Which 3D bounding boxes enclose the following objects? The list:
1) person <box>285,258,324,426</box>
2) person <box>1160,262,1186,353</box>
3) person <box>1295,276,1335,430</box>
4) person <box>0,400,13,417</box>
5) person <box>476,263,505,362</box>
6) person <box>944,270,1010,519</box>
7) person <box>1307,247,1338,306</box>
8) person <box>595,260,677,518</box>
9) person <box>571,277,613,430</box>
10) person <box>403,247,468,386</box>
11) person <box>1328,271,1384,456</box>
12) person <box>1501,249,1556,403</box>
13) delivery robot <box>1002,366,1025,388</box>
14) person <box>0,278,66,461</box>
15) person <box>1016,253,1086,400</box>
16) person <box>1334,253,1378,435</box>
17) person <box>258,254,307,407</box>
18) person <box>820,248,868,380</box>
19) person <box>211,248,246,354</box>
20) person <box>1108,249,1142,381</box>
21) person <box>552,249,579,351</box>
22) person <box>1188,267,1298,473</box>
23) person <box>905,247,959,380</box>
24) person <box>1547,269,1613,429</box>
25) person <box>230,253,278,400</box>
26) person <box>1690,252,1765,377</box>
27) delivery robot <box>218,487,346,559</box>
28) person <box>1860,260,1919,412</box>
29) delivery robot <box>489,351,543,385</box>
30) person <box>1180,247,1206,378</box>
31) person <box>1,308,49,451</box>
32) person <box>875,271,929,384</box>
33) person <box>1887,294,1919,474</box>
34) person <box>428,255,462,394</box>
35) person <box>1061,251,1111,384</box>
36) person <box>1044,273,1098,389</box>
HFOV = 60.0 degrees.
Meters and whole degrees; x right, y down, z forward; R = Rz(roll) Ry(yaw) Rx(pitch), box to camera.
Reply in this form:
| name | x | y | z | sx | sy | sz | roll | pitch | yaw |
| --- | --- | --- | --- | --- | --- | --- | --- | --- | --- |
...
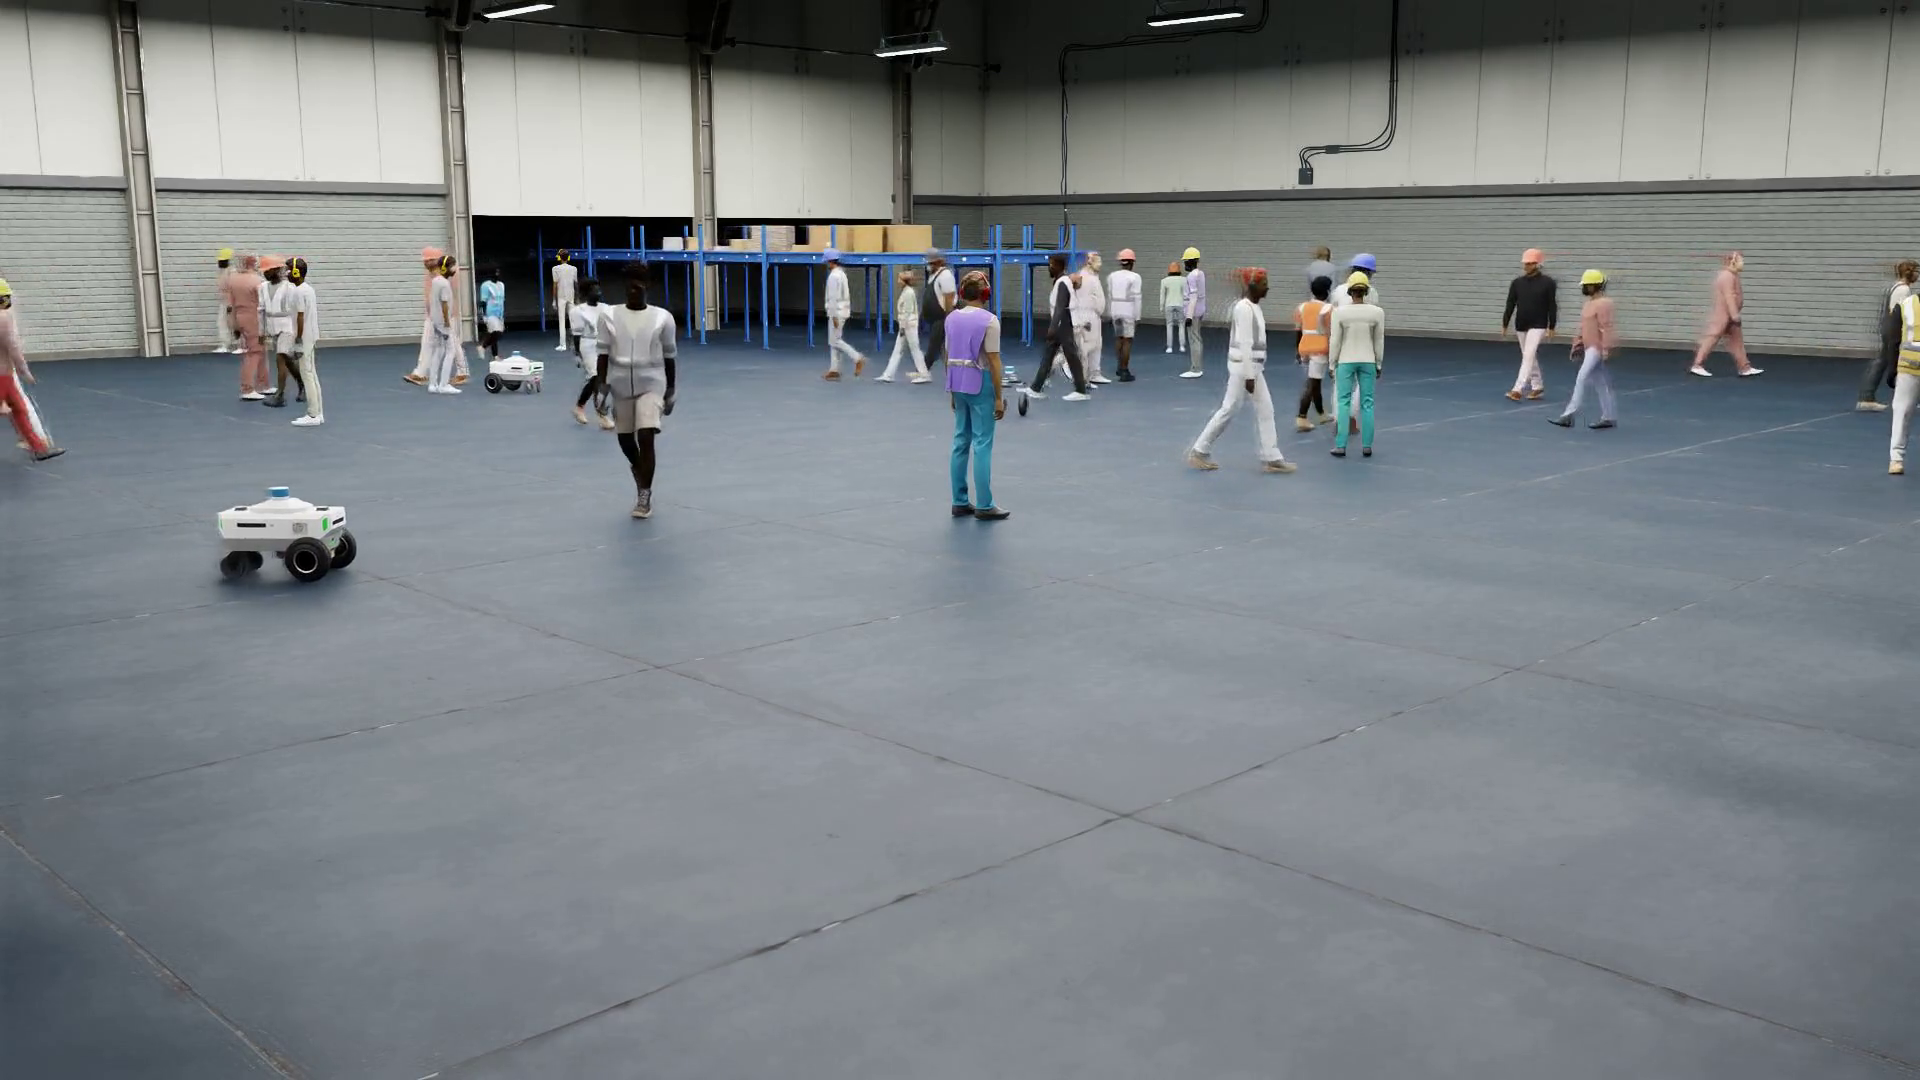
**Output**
| name | x | y | z | sx | sy | sz | roll | pitch | yaw |
| --- | --- | --- | --- | --- | --- | --- | --- | --- | --- |
| person | -7.367 | -2.223 | 18.654 | 0.330 | 1.862 | 0.503 | -2 | 11 | -9 |
| person | 3.868 | -4.191 | 30.008 | 0.518 | 1.626 | 0.300 | 1 | 10 | 6 |
| person | 3.978 | -2.043 | 18.192 | 0.810 | 1.660 | 0.539 | -6 | 12 | -32 |
| person | -11.401 | -2.390 | 19.214 | 0.619 | 2.001 | 1.012 | -2 | 11 | -9 |
| person | -7.599 | -3.640 | 26.880 | 0.582 | 1.677 | 0.541 | 4 | 11 | 21 |
| person | 0.105 | -1.088 | 12.480 | 0.386 | 1.849 | 0.567 | -10 | 14 | -42 |
| person | 6.492 | -4.250 | 29.596 | 0.658 | 1.889 | 1.012 | 10 | 14 | 42 |
| person | -2.475 | -1.184 | 12.798 | 0.609 | 1.934 | 0.894 | 0 | 10 | 1 |
| person | -4.086 | -2.079 | 18.402 | 0.833 | 1.666 | 0.528 | 7 | 12 | 33 |
| person | -7.396 | -3.147 | 23.457 | 0.627 | 1.941 | 1.016 | 7 | 13 | 34 |
| person | 3.800 | -1.690 | 15.996 | 0.533 | 1.766 | 0.314 | 0 | 10 | -2 |
| person | 7.268 | -2.748 | 21.306 | 1.050 | 1.934 | 0.636 | -10 | 14 | -42 |
| delivery robot | 0.588 | -1.969 | 19.969 | 0.335 | 0.223 | 0.698 | 2 | 11 | 11 |
| person | -8.791 | -1.532 | 15.275 | 0.922 | 1.718 | 0.527 | -10 | 14 | -43 |
| person | 1.195 | -2.729 | 21.347 | 0.960 | 1.871 | 0.608 | -1 | 10 | -6 |
| person | 4.206 | -2.071 | 17.645 | 0.462 | 1.918 | 0.644 | -8 | 13 | -37 |
| person | -8.505 | -2.647 | 20.938 | 0.547 | 1.889 | 0.943 | 4 | 11 | 20 |
| person | -1.715 | -3.299 | 24.322 | 0.645 | 1.930 | 0.615 | 1 | 10 | 7 |
| person | -13.009 | -4.229 | 29.518 | 0.618 | 1.879 | 0.753 | 7 | 13 | 34 |
| person | 2.424 | -3.298 | 24.385 | 0.590 | 1.899 | 0.652 | 8 | 13 | 37 |
| person | -7.293 | -4.432 | 30.716 | 0.520 | 1.857 | 0.318 | -8 | 13 | -37 |
| person | 2.531 | -1.534 | 14.965 | 0.978 | 1.841 | 0.590 | 4 | 11 | 22 |
| person | -0.257 | -3.327 | 24.284 | 1.119 | 2.000 | 0.693 | -3 | 11 | -14 |
| person | 6.815 | -2.080 | 18.189 | 0.846 | 1.725 | 0.553 | 0 | 10 | 1 |
| person | -9.056 | -2.772 | 21.587 | 0.639 | 1.875 | 0.804 | 8 | 13 | 37 |
| person | 11.493 | -3.357 | 24.858 | 1.015 | 1.856 | 0.639 | 7 | 12 | 32 |
| delivery robot | -4.251 | -0.091 | 10.438 | 0.707 | 0.478 | 0.477 | 0 | 10 | 2 |
| person | 11.350 | -2.438 | 19.943 | 0.938 | 1.805 | 0.526 | 2 | 11 | 13 |
| delivery robot | -6.016 | -2.316 | 22.570 | 0.707 | 0.478 | 0.477 | 4 | 11 | 21 |
| person | 3.457 | -3.382 | 24.776 | 0.385 | 1.925 | 0.591 | 4 | 11 | 19 |
| person | -9.498 | -1.746 | 16.250 | 0.978 | 1.793 | 0.626 | -2 | 11 | -13 |
| person | -0.799 | -3.031 | 23.763 | 0.777 | 1.592 | 0.526 | -2 | 11 | -11 |
| person | 8.563 | -1.495 | 14.750 | 0.631 | 1.837 | 0.429 | 4 | 11 | 21 |
| person | -6.946 | -2.889 | 22.333 | 0.412 | 1.849 | 0.558 | -7 | 13 | -35 |
| person | 1.813 | -3.179 | 23.813 | 0.636 | 1.887 | 0.647 | 3 | 11 | 14 |
| person | 1.497 | -2.895 | 23.031 | 0.776 | 1.610 | 0.520 | 3 | 11 | 18 |
